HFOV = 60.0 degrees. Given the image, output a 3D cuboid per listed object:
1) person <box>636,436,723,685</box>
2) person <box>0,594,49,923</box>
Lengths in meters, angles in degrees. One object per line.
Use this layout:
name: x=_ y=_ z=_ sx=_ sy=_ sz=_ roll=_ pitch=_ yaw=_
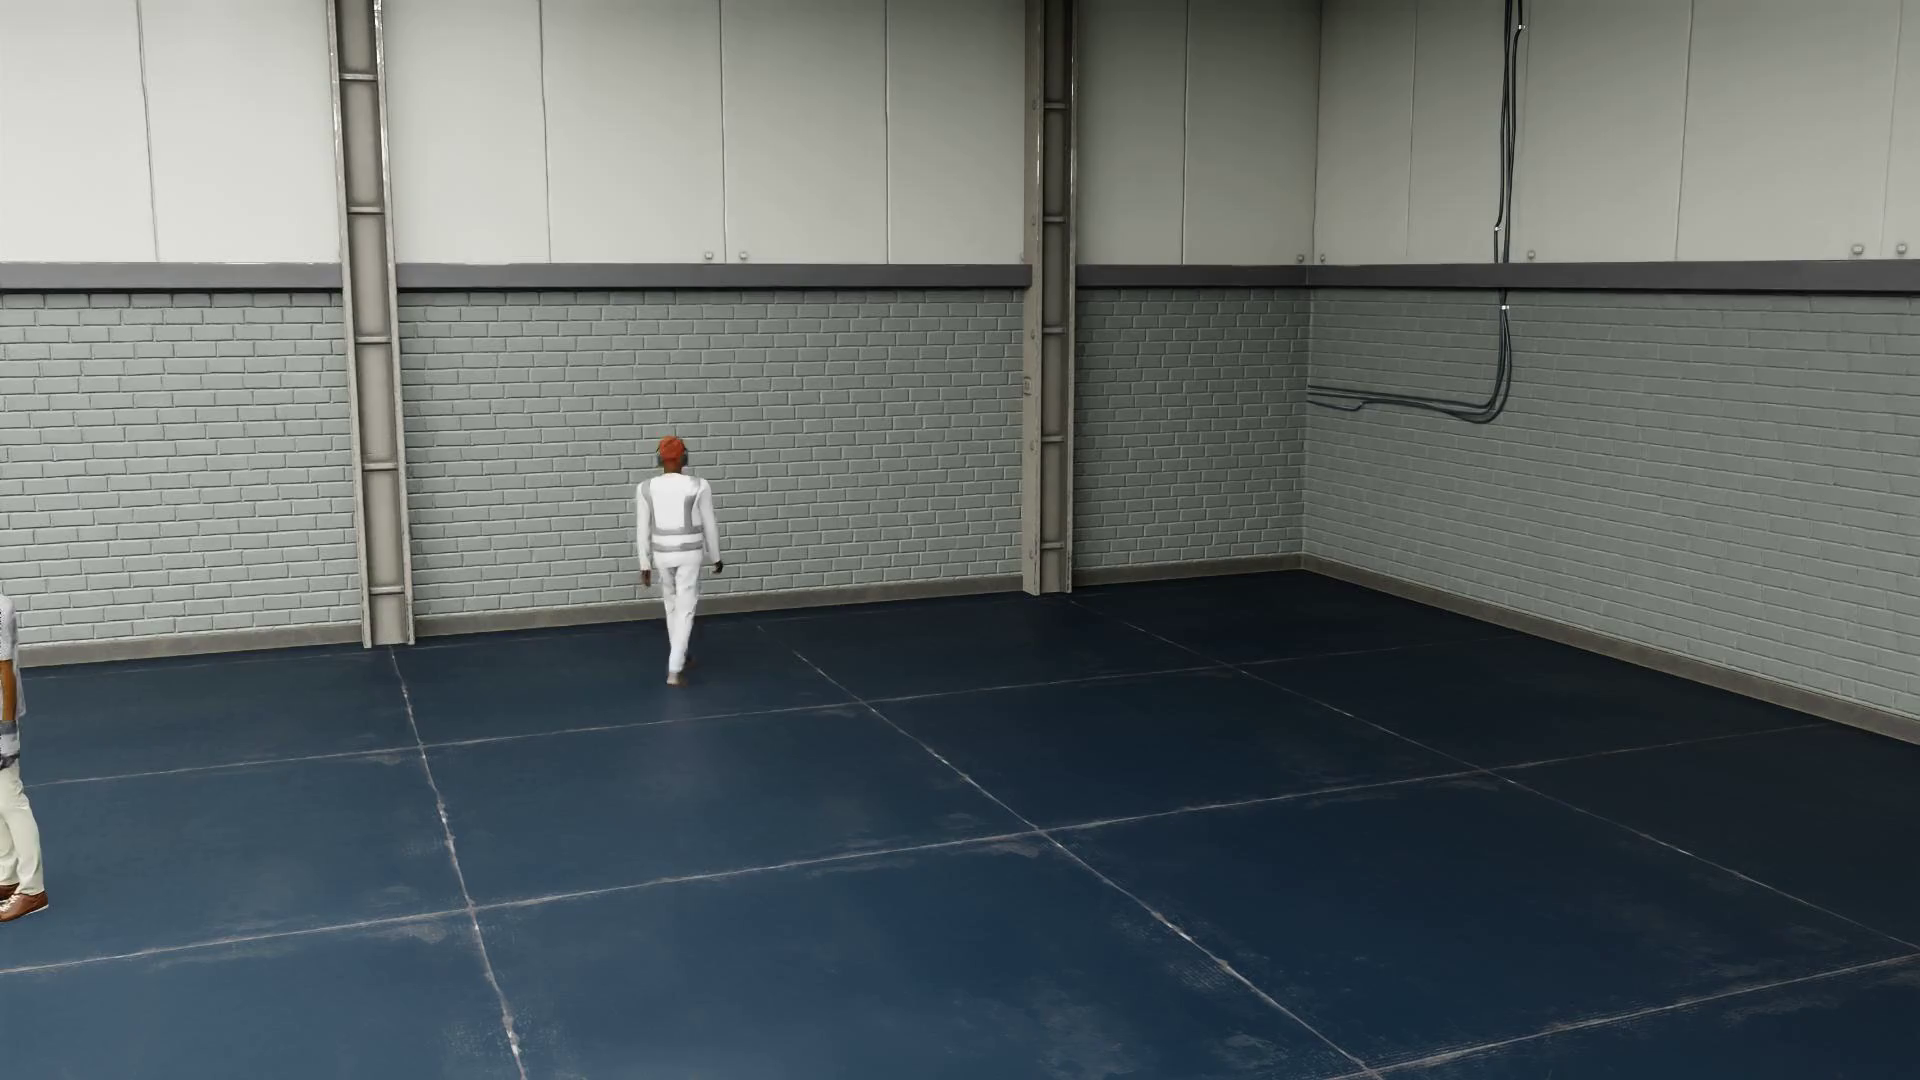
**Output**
person: x=-2.111 y=0.140 z=12.467 sx=0.583 sy=1.845 sz=0.916 roll=2 pitch=9 yaw=12
person: x=-4.582 y=0.870 z=7.832 sx=0.519 sy=1.861 sz=0.317 roll=7 pitch=11 yaw=36
